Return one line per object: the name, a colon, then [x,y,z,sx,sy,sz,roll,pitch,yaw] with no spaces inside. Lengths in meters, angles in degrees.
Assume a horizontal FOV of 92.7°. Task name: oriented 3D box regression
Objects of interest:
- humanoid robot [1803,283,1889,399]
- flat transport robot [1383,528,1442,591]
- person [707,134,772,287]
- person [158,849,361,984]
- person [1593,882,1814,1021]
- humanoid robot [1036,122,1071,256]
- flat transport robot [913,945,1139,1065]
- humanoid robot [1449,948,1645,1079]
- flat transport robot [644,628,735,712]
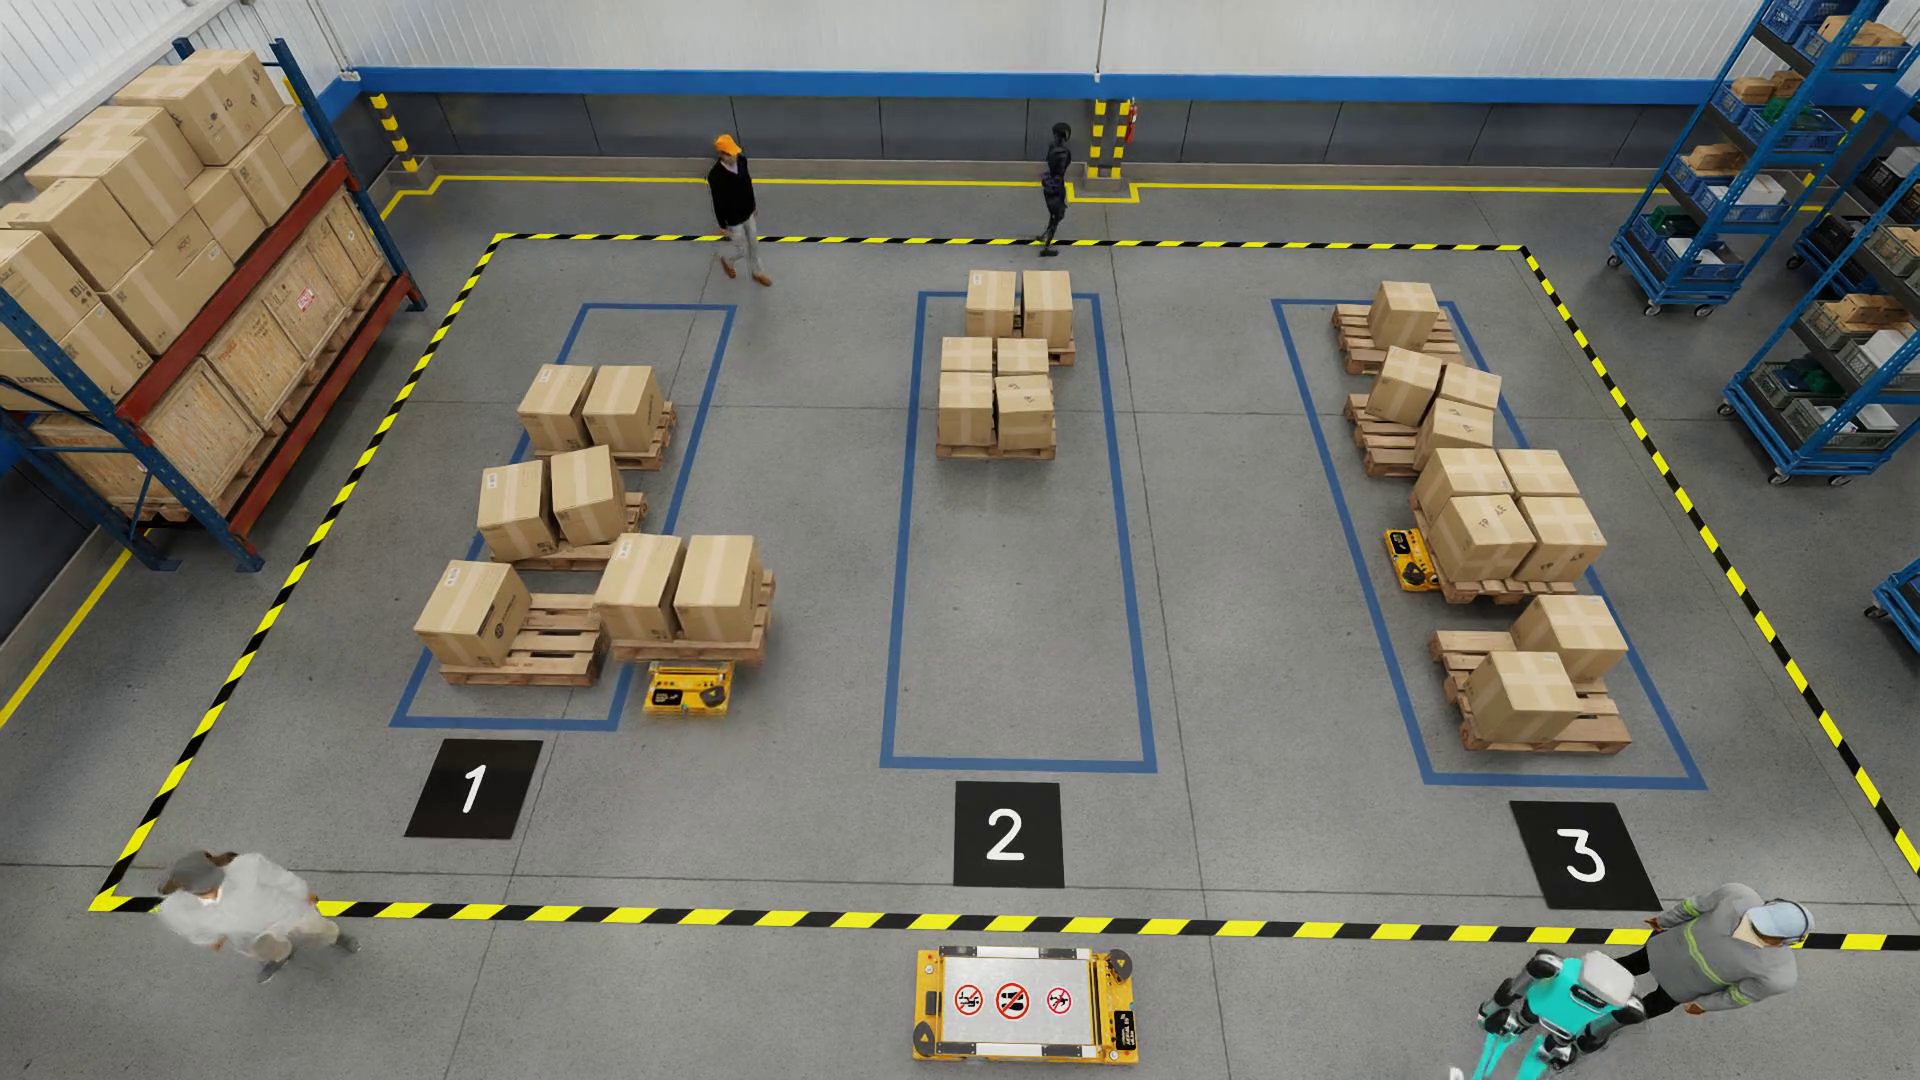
humanoid robot: [9.178,-2.110,9.324,0.595,1.635,0.741,-19,53,-15]
flat transport robot: [4.689,0.155,8.342,1.431,0.197,0.652,1,51,1]
person: [-2.570,-3.757,10.519,0.525,1.872,0.584,23,54,18]
person: [-4.388,2.340,5.640,0.736,1.728,0.419,-28,56,-21]
person: [4.325,2.491,5.433,0.370,1.853,0.589,-1,51,-1]
humanoid robot: [1.144,-4.173,10.971,0.348,1.648,0.600,-6,51,-5]
flat transport robot: [0.422,3.041,6.007,1.431,0.231,0.659,1,51,1]
humanoid robot: [3.152,2.936,5.164,0.535,1.793,0.809,26,55,20]
flat transport robot: [-2.212,0.785,7.828,0.652,0.197,1.431,1,51,1]
